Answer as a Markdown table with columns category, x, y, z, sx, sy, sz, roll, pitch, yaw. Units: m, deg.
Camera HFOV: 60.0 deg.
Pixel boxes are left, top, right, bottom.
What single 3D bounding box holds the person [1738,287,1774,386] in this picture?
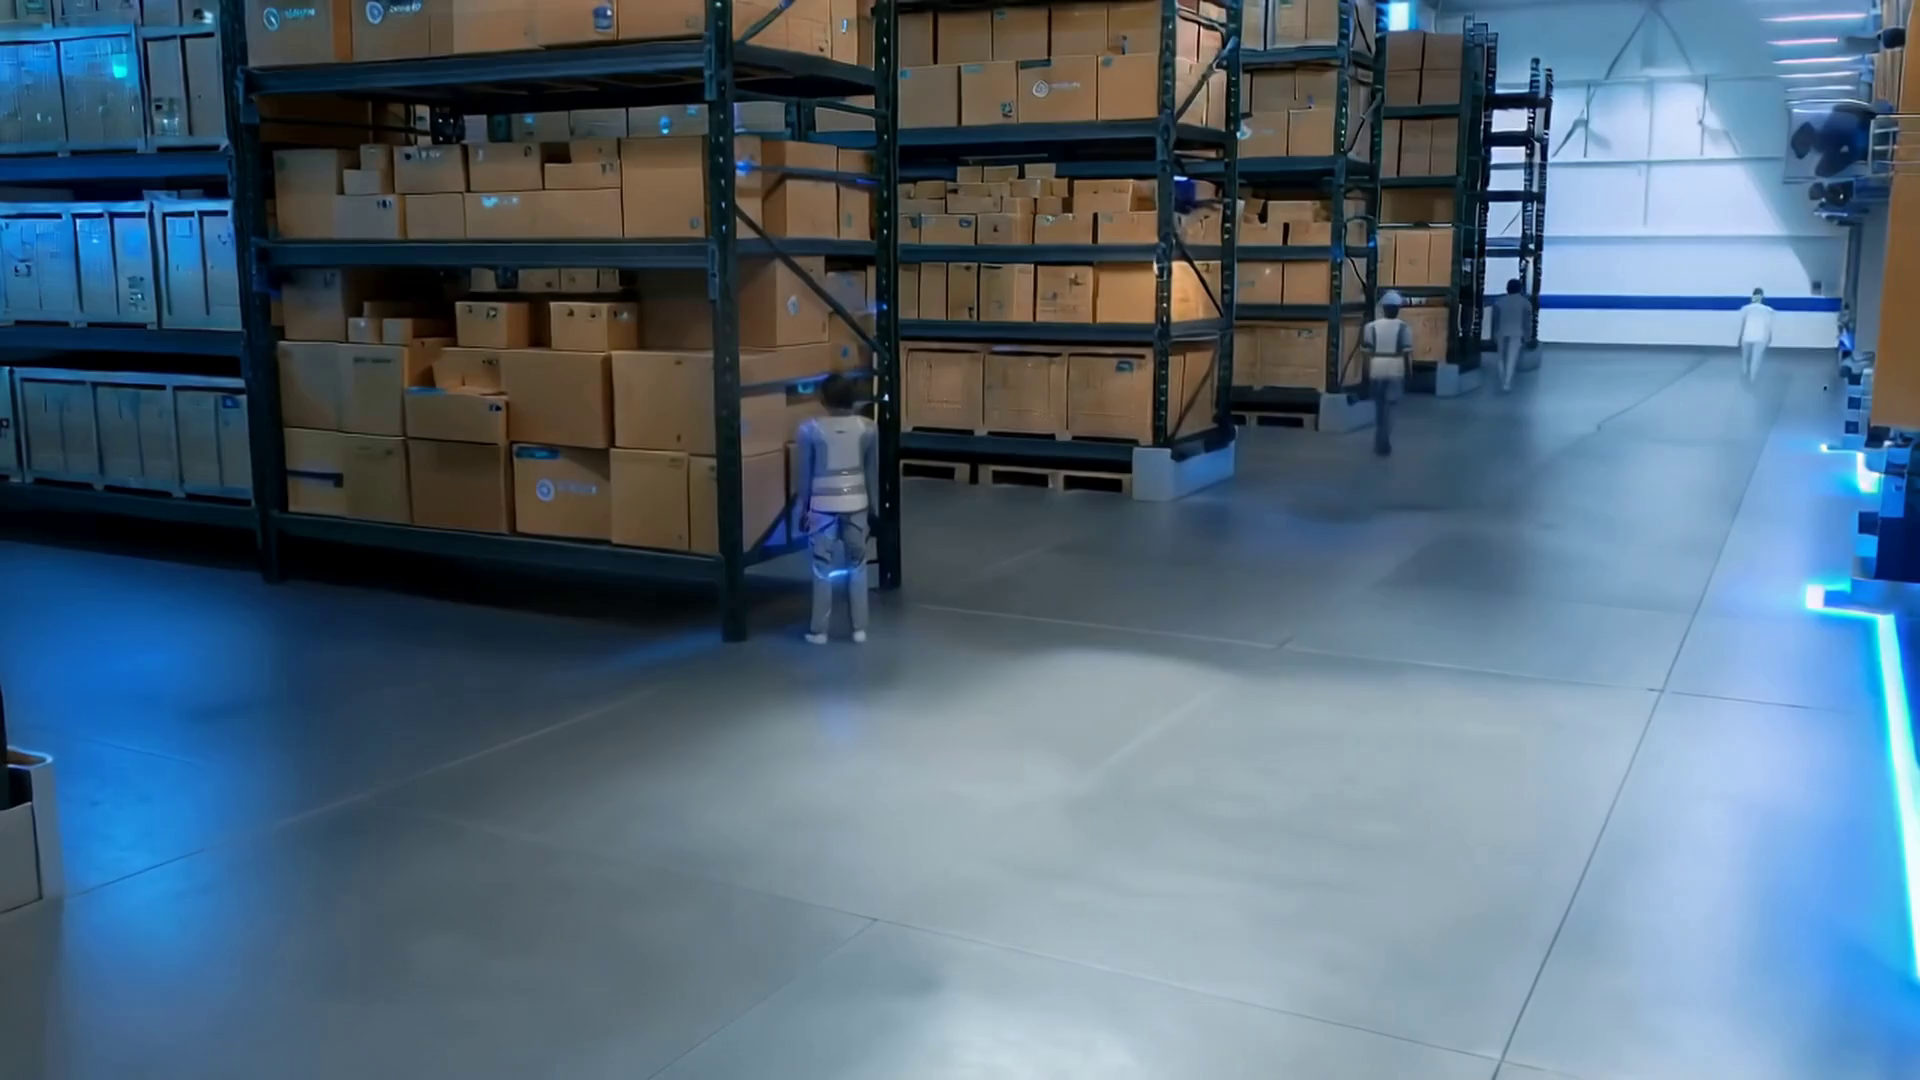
| category | x | y | z | sx | sy | sz | roll | pitch | yaw |
| --- | --- | --- | --- | --- | --- | --- | --- | --- | --- |
| person | 14.057 | -3.594 | 29.399 | 0.562 | 1.716 | 0.822 | 5 | 11 | 26 |

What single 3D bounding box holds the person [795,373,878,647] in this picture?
| category | x | y | z | sx | sy | sz | roll | pitch | yaw |
| --- | --- | --- | --- | --- | --- | --- | --- | --- | --- |
| person | -0.724 | -0.176 | 9.882 | 0.518 | 1.631 | 0.317 | -4 | 11 | -22 |

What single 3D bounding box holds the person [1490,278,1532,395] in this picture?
| category | x | y | z | sx | sy | sz | roll | pitch | yaw |
| --- | --- | --- | --- | --- | --- | --- | --- | --- | --- |
| person | 9.131 | -3.363 | 27.528 | 0.647 | 1.902 | 0.882 | 4 | 11 | 24 |

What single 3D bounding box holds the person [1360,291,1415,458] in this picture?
| category | x | y | z | sx | sy | sz | roll | pitch | yaw |
| --- | --- | --- | --- | --- | --- | --- | --- | --- | --- |
| person | 4.970 | -1.920 | 19.228 | 0.573 | 1.889 | 0.950 | 5 | 11 | 26 |
